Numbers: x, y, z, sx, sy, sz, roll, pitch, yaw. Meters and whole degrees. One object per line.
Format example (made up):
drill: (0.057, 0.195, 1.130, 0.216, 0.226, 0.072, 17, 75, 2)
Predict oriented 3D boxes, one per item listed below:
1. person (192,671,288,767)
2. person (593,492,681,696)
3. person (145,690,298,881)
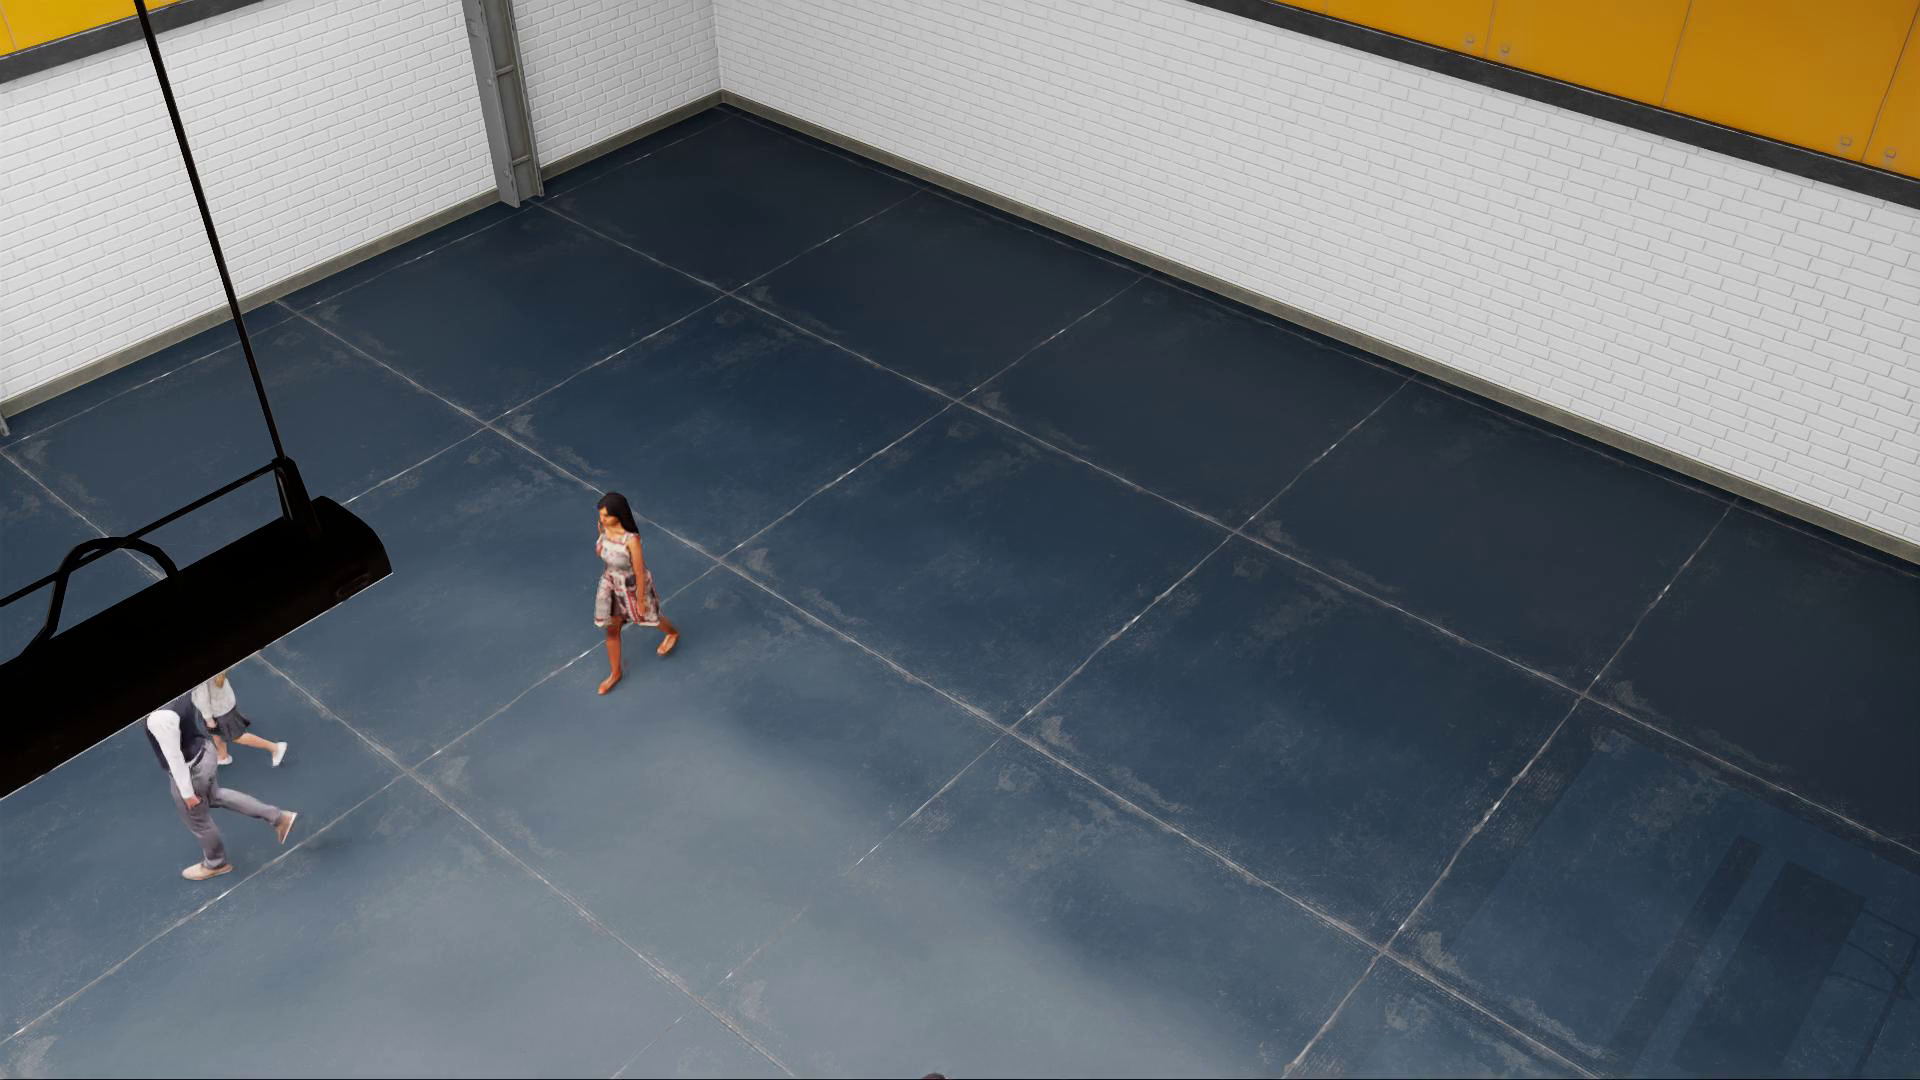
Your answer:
person: (-4.960, 1.085, 11.238, 0.912, 1.254, 0.798, -9, 39, -11)
person: (-2.310, 0.294, 11.927, 0.678, 1.630, 1.020, 23, 44, 26)
person: (-4.677, 1.378, 10.339, 1.119, 1.917, 1.013, -8, 39, -10)
